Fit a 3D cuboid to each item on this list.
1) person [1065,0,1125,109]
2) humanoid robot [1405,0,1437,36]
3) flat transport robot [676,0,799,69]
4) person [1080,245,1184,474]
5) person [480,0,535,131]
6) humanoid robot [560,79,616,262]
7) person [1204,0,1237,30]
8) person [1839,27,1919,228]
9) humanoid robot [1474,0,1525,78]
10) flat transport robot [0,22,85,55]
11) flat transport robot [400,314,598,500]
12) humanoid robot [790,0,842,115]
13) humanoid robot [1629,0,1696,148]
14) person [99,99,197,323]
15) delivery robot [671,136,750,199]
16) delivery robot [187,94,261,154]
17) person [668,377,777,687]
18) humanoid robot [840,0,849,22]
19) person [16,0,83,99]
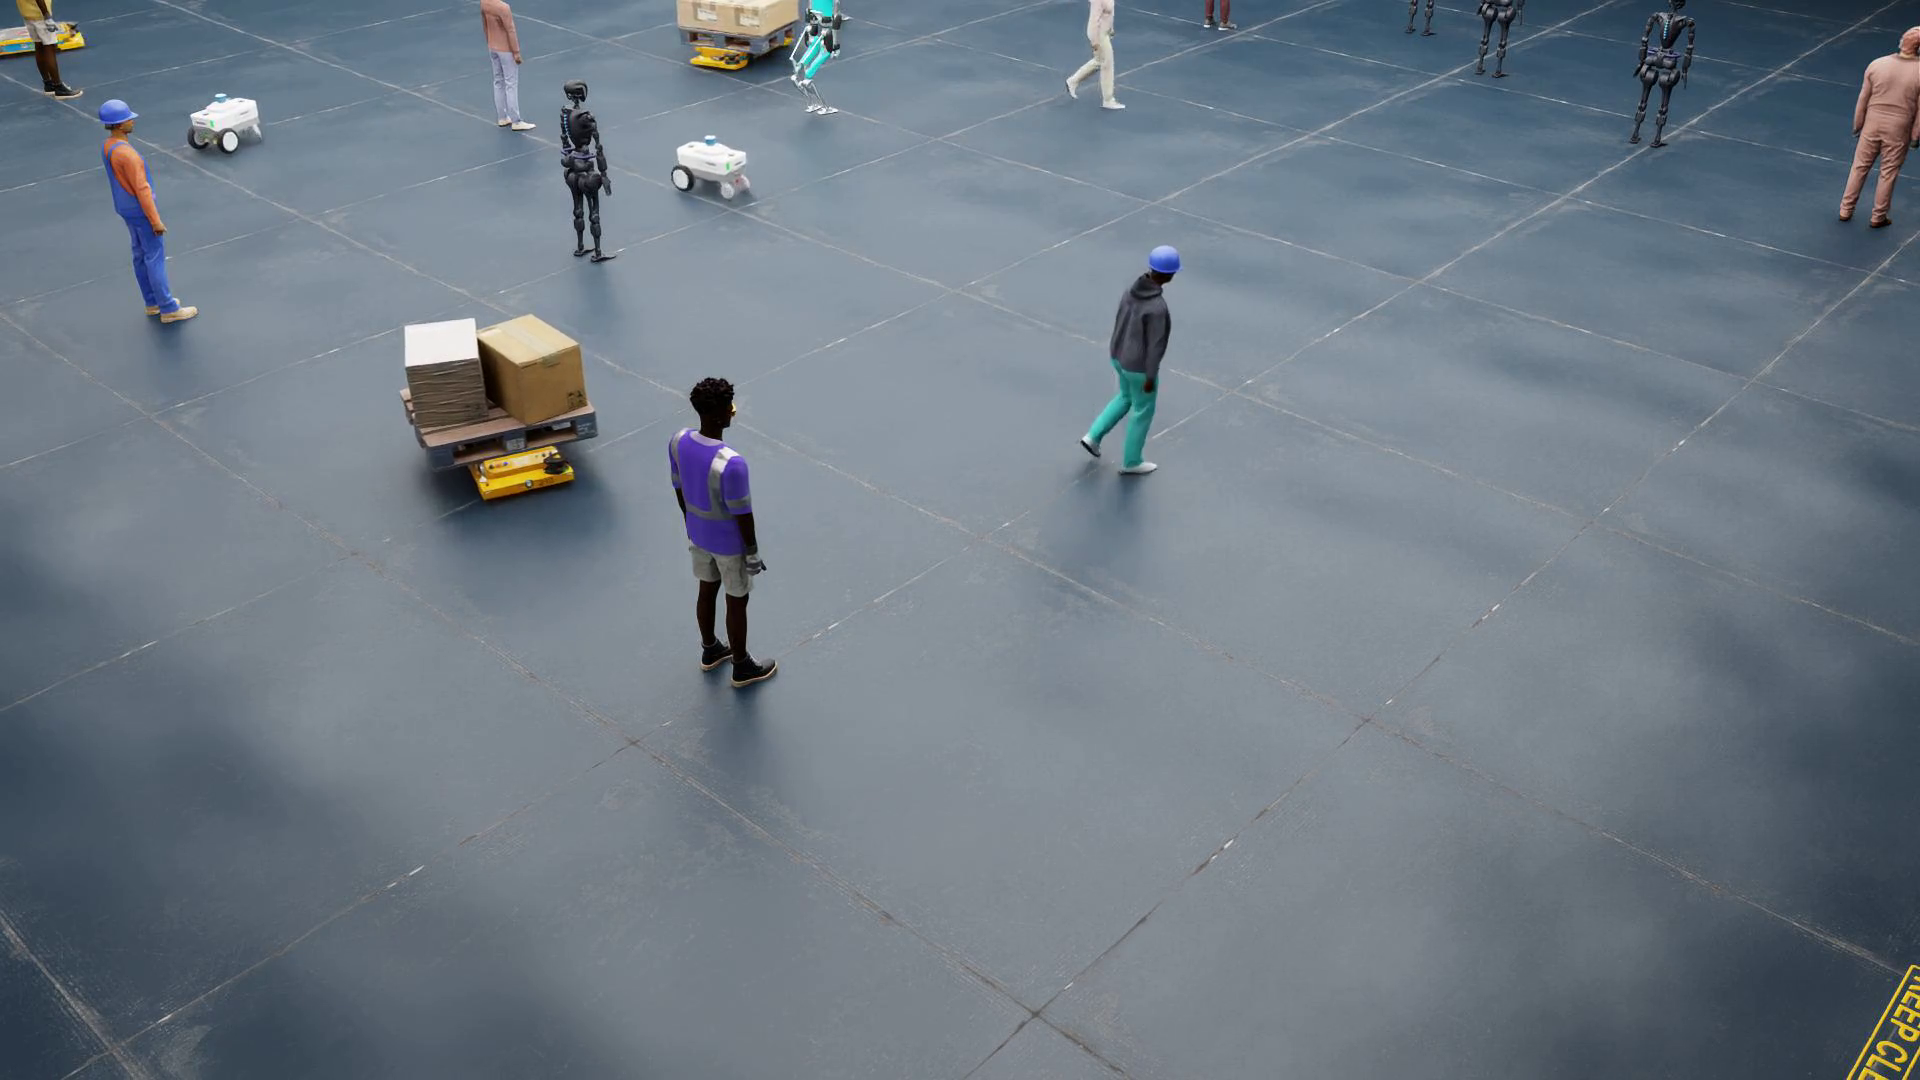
[{"bbox_3d":[1.586,-5.845,19.231,0.684,1.672,0.478,5,32,8],"label":"person"},{"bbox_3d":[6.169,-7.543,21.953,0.599,1.657,0.315,26,40,35],"label":"humanoid robot"},{"bbox_3d":[-2.805,-6.330,21.347,0.659,0.231,1.431,13,34,20],"label":"flat transport robot"},{"bbox_3d":[1.241,-1.265,11.788,0.583,1.743,0.566,-12,34,-18],"label":"person"},{"bbox_3d":[-5.074,-5.463,18.531,0.531,1.767,0.309,25,40,34],"label":"person"},{"bbox_3d":[-3.465,-3.414,15.303,0.599,1.657,0.315,26,40,35],"label":"humanoid robot"},{"bbox_3d":[3.500,-7.741,22.154,0.553,1.811,0.368,25,40,34],"label":"person"},{"bbox_3d":[8.925,-3.957,15.975,0.650,1.906,0.413,25,40,34],"label":"person"},{"bbox_3d":[6.599,-6.534,20.326,0.599,1.659,0.315,26,40,35],"label":"humanoid robot"},{"bbox_3d":[-12.173,-6.462,21.560,1.431,0.231,0.659,-16,35,-24],"label":"flat transport robot"},{"bbox_3d":[-3.401,-0.754,12.368,0.659,0.231,1.431,-15,35,-23],"label":"flat transport robot"},{"bbox_3d":[-1.676,-5.610,18.669,0.533,1.677,0.735,26,40,35],"label":"humanoid robot"},{"bbox_3d":[7.625,-5.139,18.081,0.599,1.657,0.315,26,40,35],"label":"humanoid robot"},{"bbox_3d":[-6.932,-2.777,14.071,0.530,1.909,0.352,25,40,34],"label":"person"},{"bbox_3d":[-2.564,-3.845,17.092,0.810,0.612,0.499,18,36,26],"label":"delivery robot"},{"bbox_3d":[-8.079,-4.584,18.267,0.501,0.597,0.768,13,34,20],"label":"delivery robot"},{"bbox_3d":[-1.376,-0.040,9.614,0.612,1.961,0.361,25,40,34],"label":"person"},{"bbox_3d":[-1.627,-7.799,22.344,0.581,1.805,0.825,1,32,2],"label":"humanoid robot"},{"bbox_3d":[-10.810,-6.179,19.496,0.612,1.964,0.361,25,40,34],"label":"person"}]
